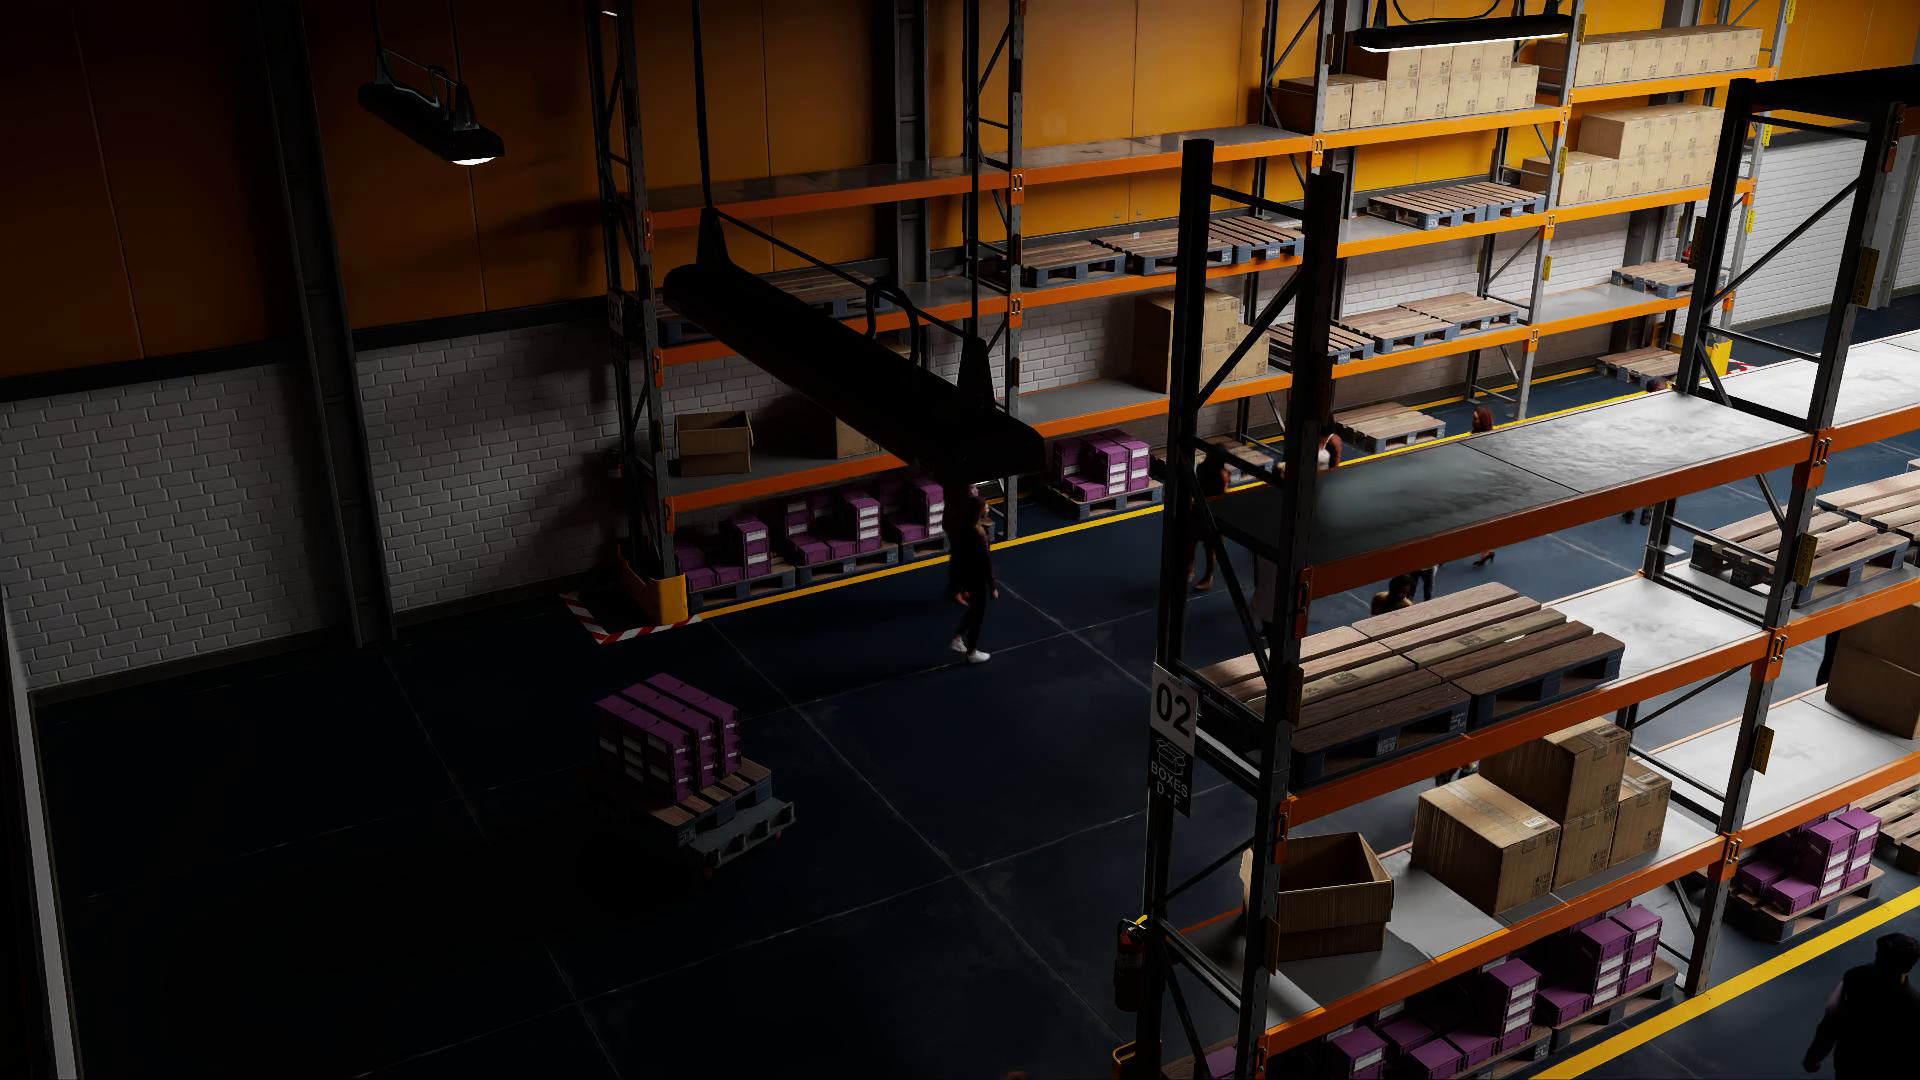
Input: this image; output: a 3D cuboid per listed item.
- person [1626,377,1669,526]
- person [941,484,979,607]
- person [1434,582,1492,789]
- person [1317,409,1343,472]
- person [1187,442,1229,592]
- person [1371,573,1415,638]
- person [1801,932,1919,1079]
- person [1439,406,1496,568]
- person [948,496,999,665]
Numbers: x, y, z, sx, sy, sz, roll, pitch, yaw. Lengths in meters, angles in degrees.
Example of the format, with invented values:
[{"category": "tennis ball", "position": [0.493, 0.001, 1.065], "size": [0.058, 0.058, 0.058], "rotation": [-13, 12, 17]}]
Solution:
[{"category": "person", "position": [7.746, -1.002, 18.701], "size": [0.838, 1.708, 0.896], "rotation": [7, 25, 16]}, {"category": "person", "position": [-0.049, -0.166, 16.676], "size": [0.731, 1.797, 0.721], "rotation": [-15, 28, -30]}, {"category": "person", "position": [4.096, 1.240, 13.398], "size": [1.118, 1.847, 0.763], "rotation": [-20, 31, -38]}, {"category": "person", "position": [3.787, -0.587, 17.634], "size": [0.638, 1.801, 0.664], "rotation": [-18, 29, -35]}, {"category": "person", "position": [2.574, -0.241, 17.010], "size": [0.621, 1.668, 0.669], "rotation": [-15, 28, -31]}, {"category": "person", "position": [3.687, 1.031, 14.057], "size": [1.163, 1.702, 0.791], "rotation": [-16, 28, -32]}, {"category": "person", "position": [5.168, 2.988, 9.327], "size": [1.253, 1.905, 0.894], "rotation": [-6, 24, -14]}, {"category": "person", "position": [5.510, -0.525, 17.492], "size": [1.096, 1.801, 0.800], "rotation": [-4, 24, -9]}, {"category": "person", "position": [0.062, 0.404, 15.507], "size": [0.646, 1.690, 0.636], "rotation": [-10, 26, -22]}]
